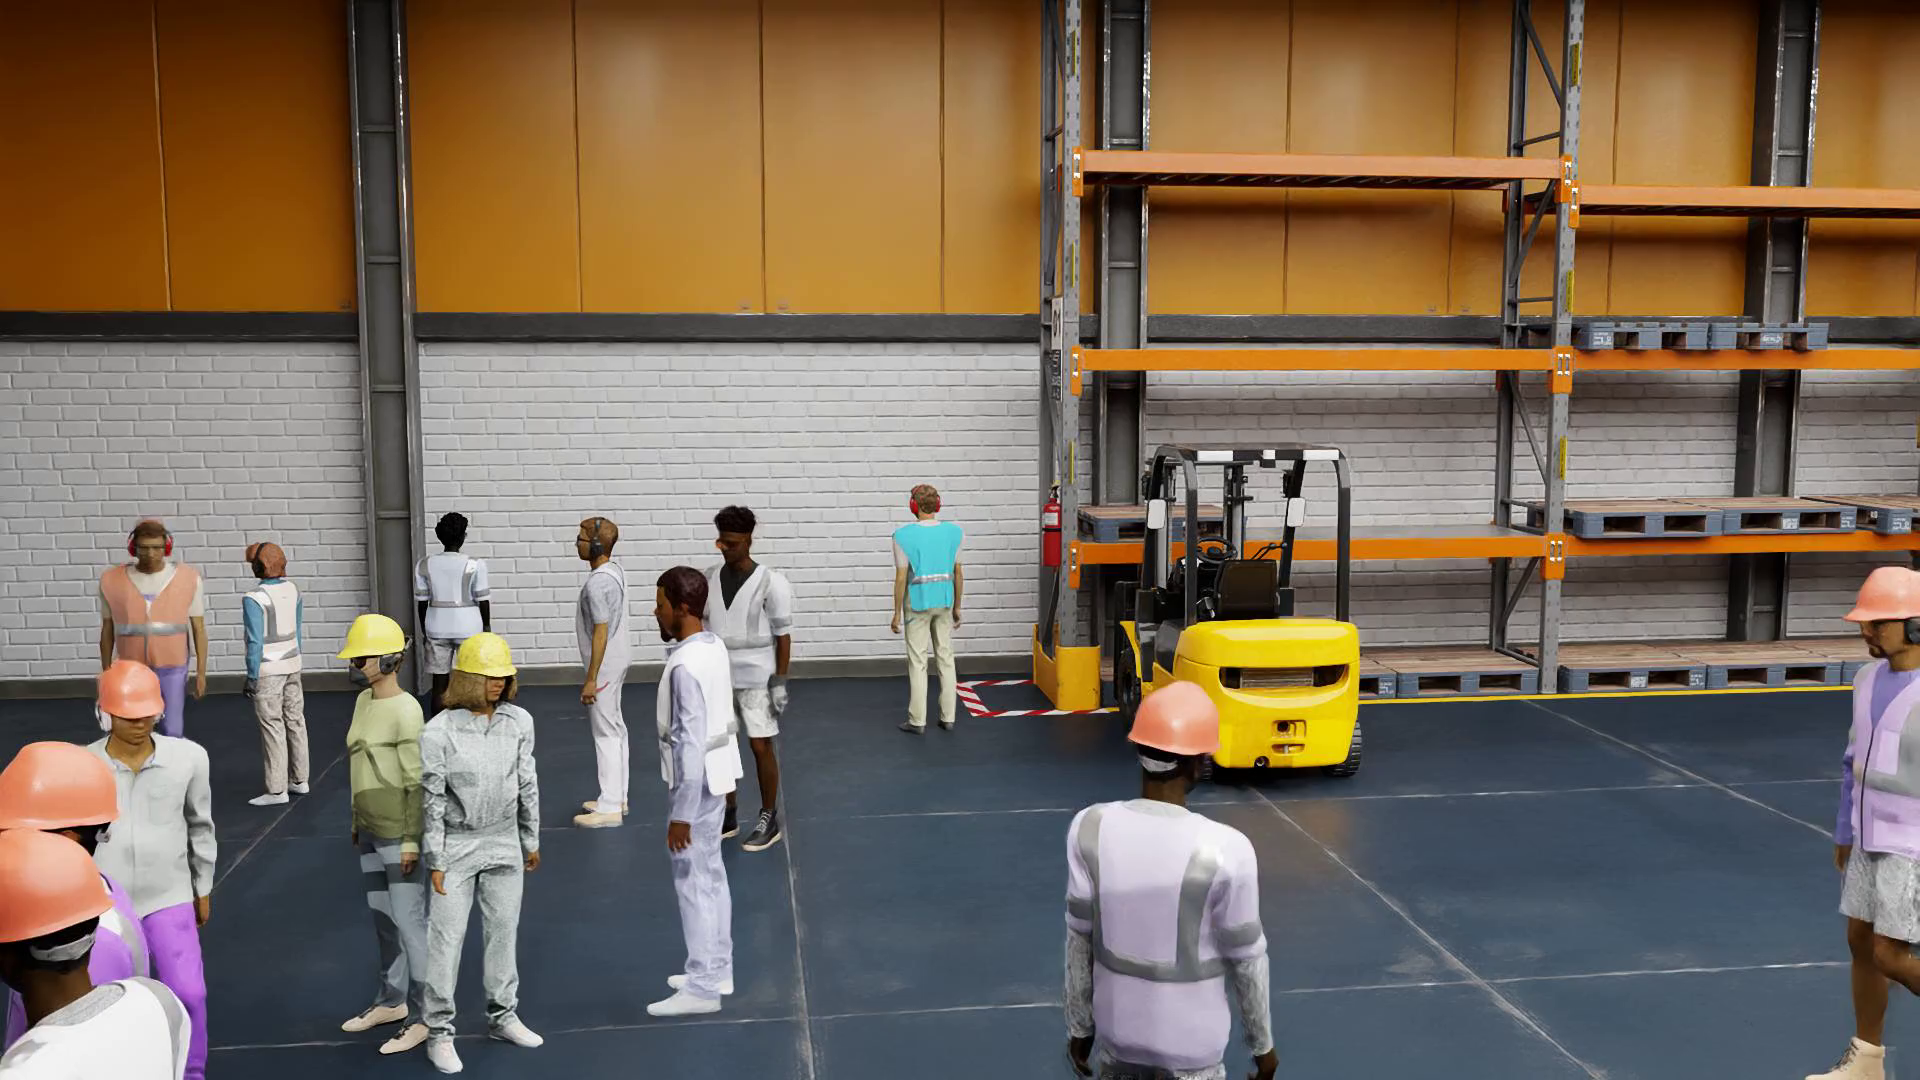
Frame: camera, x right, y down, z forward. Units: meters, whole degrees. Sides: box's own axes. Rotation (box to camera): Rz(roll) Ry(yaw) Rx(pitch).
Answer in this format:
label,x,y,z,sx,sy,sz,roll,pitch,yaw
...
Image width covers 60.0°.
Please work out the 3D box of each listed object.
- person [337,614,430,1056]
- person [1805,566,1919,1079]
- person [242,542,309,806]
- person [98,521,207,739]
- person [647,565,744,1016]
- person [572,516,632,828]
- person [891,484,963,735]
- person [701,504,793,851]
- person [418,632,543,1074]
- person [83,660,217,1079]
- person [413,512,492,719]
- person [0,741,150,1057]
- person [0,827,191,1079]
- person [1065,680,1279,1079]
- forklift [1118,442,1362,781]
label,x,y,z,sx,sy,sz,roll,pitch,yaw
person,-2.330,1.174,6.734,0.310,1.768,0.533,-6,9,-44
person,3.507,1.108,6.161,0.563,2.031,0.640,-1,7,-4
person,-4.257,0.826,10.325,0.309,1.638,0.522,1,7,12
person,-4.776,0.800,9.836,0.595,1.801,0.875,-3,7,-22
person,-1.127,1.061,7.094,0.390,1.916,0.602,0,7,1
person,-2.131,0.777,9.869,0.345,1.847,0.508,0,7,0
person,-0.229,0.512,12.199,0.571,1.840,0.373,-3,7,-28
person,-1.241,0.770,9.406,0.613,1.962,0.368,4,7,28
person,-1.881,1.215,6.556,0.496,1.732,0.383,-6,9,-44
person,-2.914,1.284,5.899,0.568,1.731,0.550,-4,8,-34
person,-3.518,0.652,11.600,0.541,1.696,0.315,0,7,3
person,-2.043,1.417,3.843,0.353,1.942,0.545,-4,8,-34
person,-1.688,1.497,3.175,0.376,1.934,0.547,1,7,5
person,0.575,1.337,4.607,0.567,1.921,0.407,4,8,34
forklift,1.912,0.418,11.496,1.214,2.155,2.313,-1,7,-8
